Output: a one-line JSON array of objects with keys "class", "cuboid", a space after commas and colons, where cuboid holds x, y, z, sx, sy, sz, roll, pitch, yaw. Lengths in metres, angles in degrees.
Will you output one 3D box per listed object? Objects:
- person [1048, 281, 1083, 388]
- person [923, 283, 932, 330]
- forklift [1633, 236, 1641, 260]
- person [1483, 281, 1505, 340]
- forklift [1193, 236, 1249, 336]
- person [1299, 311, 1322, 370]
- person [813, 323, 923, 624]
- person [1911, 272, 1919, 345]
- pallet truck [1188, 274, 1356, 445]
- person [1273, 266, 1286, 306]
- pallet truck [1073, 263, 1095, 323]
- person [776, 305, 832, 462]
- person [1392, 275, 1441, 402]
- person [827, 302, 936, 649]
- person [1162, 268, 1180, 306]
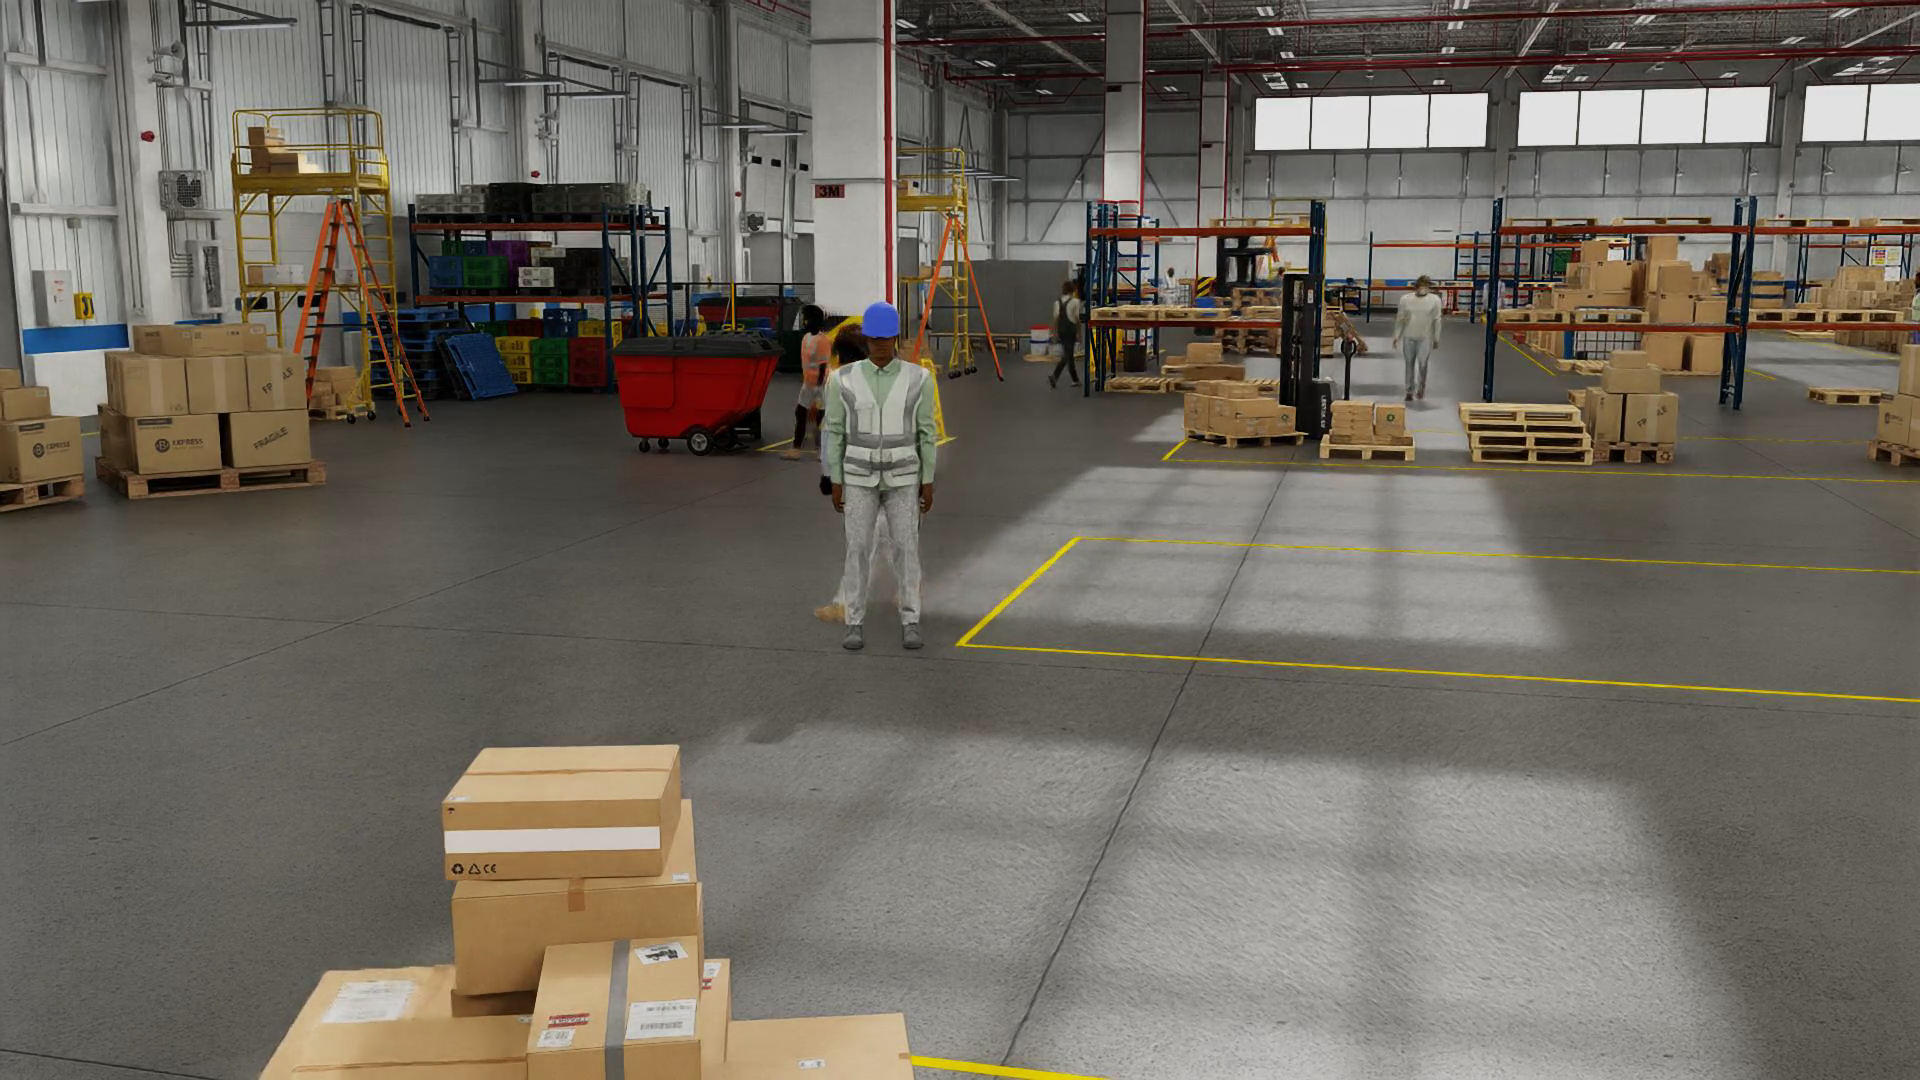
[{"class": "person", "cuboid": [1.753, -3.433, 27.810, 0.537, 1.801, 0.871, 9, 13, 41]}, {"class": "person", "cuboid": [-0.855, -7.343, 50.443, 0.543, 1.929, 0.387, -7, 12, -38]}, {"class": "forklift", "cuboid": [20.764, -7.781, 50.219, 1.129, 2.768, 1.873, -1, 10, -5]}, {"class": "person", "cuboid": [13.768, -6.060, 42.919, 0.563, 1.920, 0.682, 3, 10, 19]}, {"class": "forklift", "cuboid": [7.292, -6.862, 44.808, 1.129, 2.768, 1.873, -6, 11, -32]}, {"class": "person", "cuboid": [6.769, -4.123, 32.040, 0.484, 1.739, 0.320, -3, 10, -19]}, {"class": "person", "cuboid": [-0.535, -0.428, 10.166, 0.652, 1.798, 0.974, 9, 13, 44]}, {"class": "person", "cuboid": [18.159, -4.108, 31.443, 0.384, 1.912, 0.606, 3, 10, 15]}, {"class": "pallet truck", "cuboid": [3.653, -2.138, 19.590, 1.885, 1.965, 0.823, -4, 10, -20]}, {"class": "person", "cuboid": [9.851, -7.540, 51.654, 0.656, 1.922, 0.628, 0, 10, -1]}, {"class": "pallet truck", "cuboid": [4.325, -8.180, 55.162, 0.823, 1.965, 1.885, 6, 11, 31]}, {"class": "person", "cuboid": [-1.618, -1.637, 17.571, 0.755, 1.664, 0.558, -6, 11, -32]}, {"class": "person", "cuboid": [6.877, -3.026, 25.073, 0.671, 1.901, 0.747, 3, 10, 19]}, {"class": "person", "cuboid": [-0.433, -0.344, 9.217, 0.603, 1.938, 0.425, 0, 10, -2]}, {"class": "person", "cuboid": [7.032, -8.167, 55.576, 0.587, 1.841, 0.964, -3, 10, -15]}]
